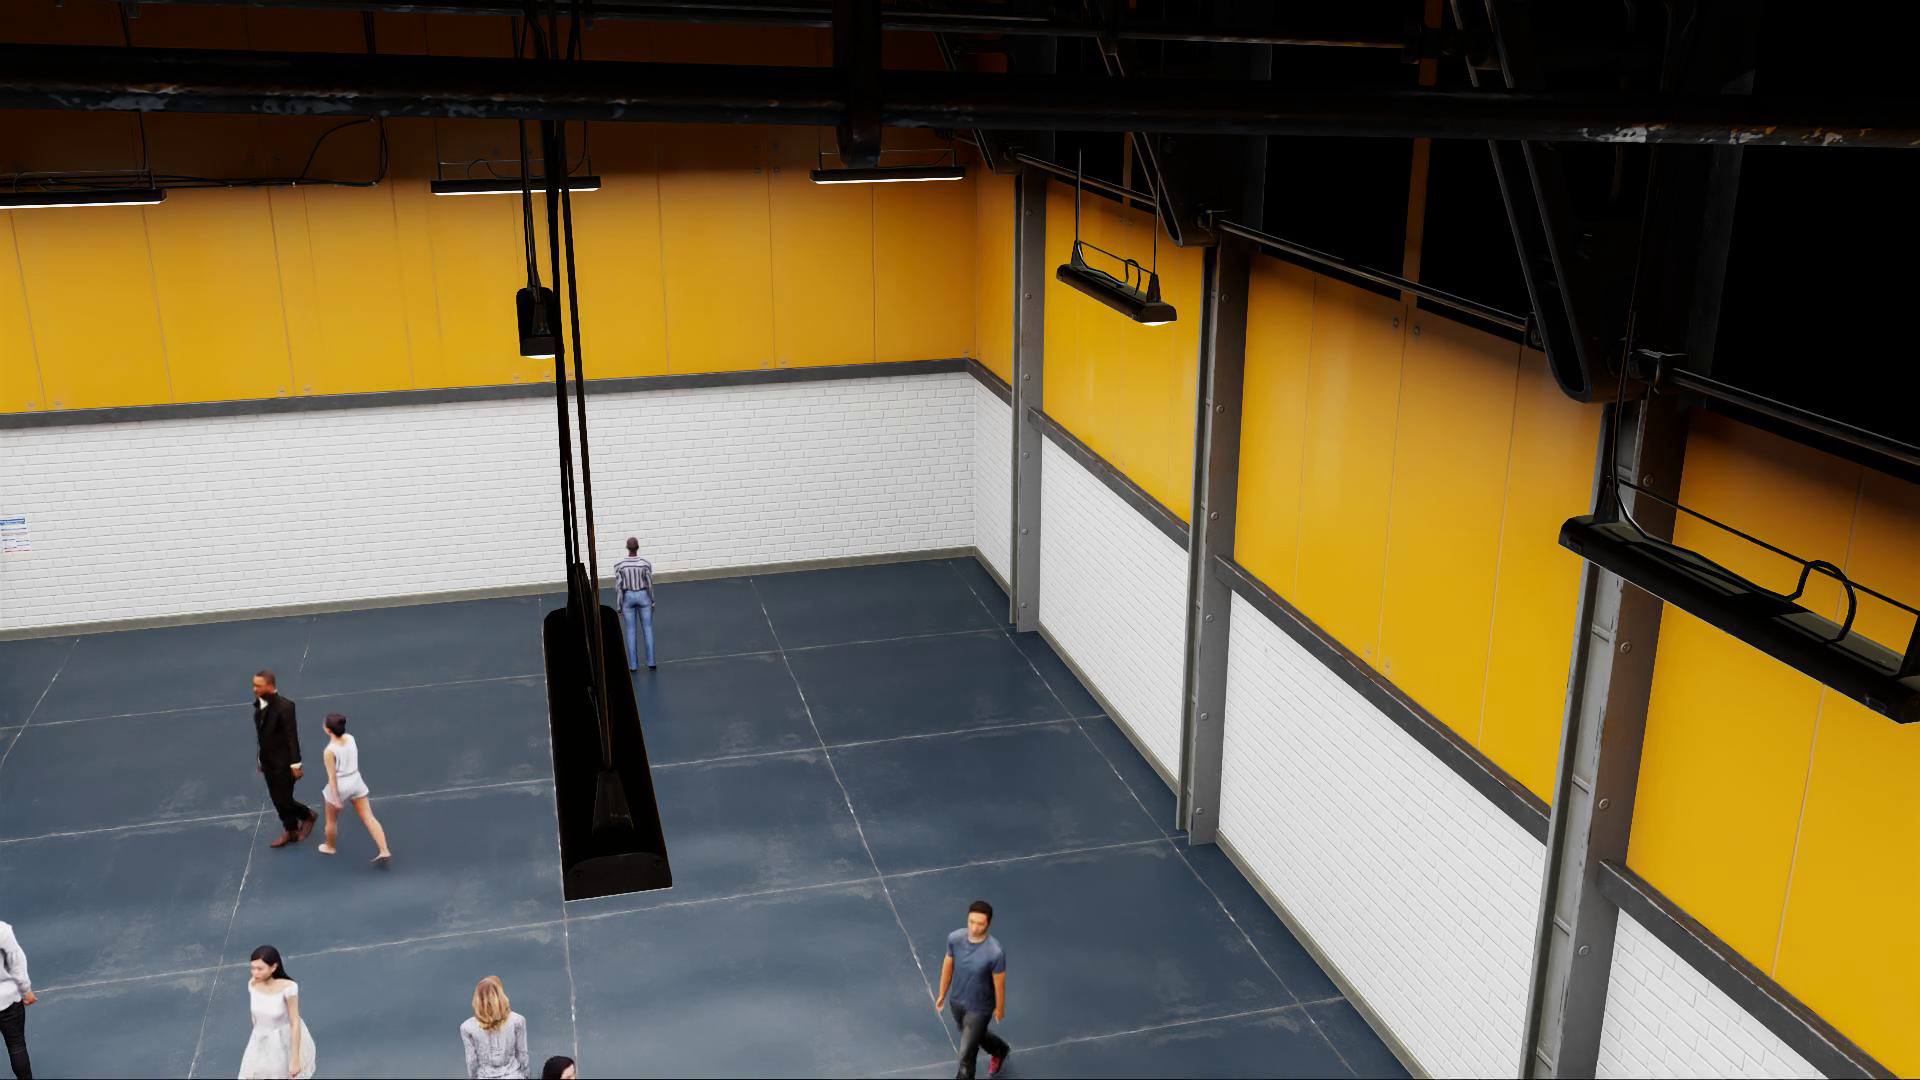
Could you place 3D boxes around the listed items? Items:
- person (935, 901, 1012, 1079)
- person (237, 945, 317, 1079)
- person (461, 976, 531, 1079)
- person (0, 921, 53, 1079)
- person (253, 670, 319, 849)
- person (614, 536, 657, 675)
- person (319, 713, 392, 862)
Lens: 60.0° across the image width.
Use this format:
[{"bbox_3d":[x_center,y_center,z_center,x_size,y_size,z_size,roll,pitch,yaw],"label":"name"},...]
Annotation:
[{"bbox_3d":[0.147,3.517,12.749,1.193,1.768,1.171,15,24,37],"label":"person"},{"bbox_3d":[-4.926,3.713,12.214,0.956,1.738,1.201,4,19,11],"label":"person"},{"bbox_3d":[-3.233,3.856,11.699,0.590,1.796,0.509,-4,19,-12],"label":"person"},{"bbox_3d":[-7.365,3.463,12.656,0.723,1.930,0.647,-2,19,-5],"label":"person"},{"bbox_3d":[-6.703,2.162,16.584,0.889,1.888,0.954,12,22,32],"label":"person"},{"bbox_3d":[-4.032,0.807,20.752,0.620,1.796,0.520,-4,19,-12],"label":"person"},{"bbox_3d":[-5.926,2.445,16.241,1.103,1.570,1.050,10,21,27],"label":"person"}]
